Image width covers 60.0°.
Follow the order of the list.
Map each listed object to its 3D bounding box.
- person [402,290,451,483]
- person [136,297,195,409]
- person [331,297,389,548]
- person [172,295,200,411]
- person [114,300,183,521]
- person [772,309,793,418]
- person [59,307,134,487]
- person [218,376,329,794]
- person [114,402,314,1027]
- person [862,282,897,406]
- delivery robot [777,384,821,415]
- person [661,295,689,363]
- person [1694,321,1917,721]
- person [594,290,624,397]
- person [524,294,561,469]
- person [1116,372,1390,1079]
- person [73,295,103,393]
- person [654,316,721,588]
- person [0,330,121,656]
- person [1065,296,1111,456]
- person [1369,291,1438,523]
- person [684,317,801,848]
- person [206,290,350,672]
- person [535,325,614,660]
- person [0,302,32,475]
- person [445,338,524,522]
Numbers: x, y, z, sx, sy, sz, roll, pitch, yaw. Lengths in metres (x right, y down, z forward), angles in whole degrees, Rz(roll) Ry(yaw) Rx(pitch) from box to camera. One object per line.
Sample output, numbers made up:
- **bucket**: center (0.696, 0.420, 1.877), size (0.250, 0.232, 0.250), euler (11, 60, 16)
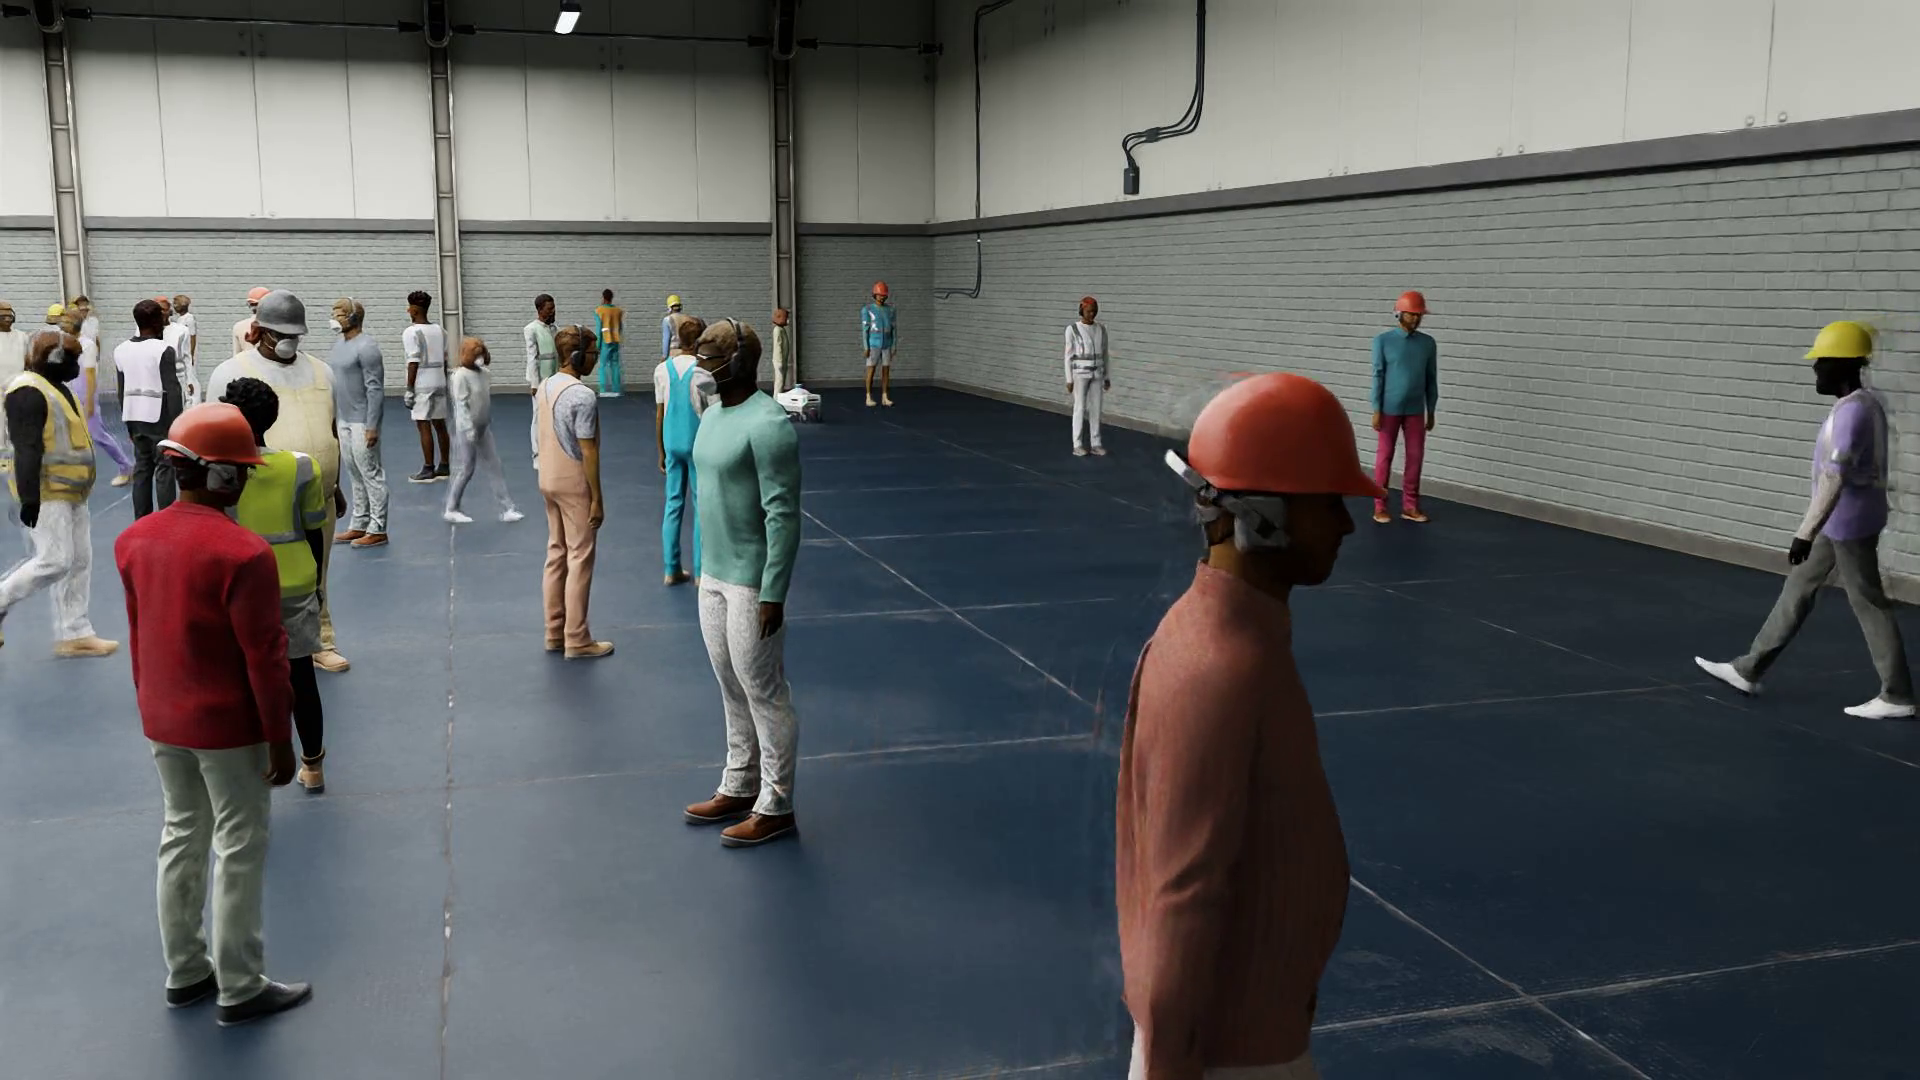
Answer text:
- **person**: center (-5.475, -1.568, 17.050), size (0.368, 1.965, 0.609), euler (3, 10, 21)
- **person**: center (-8.943, -1.791, 18.737), size (0.574, 1.883, 0.360), euler (-6, 11, -34)
- **person**: center (-4.674, -0.907, 12.919), size (0.376, 1.940, 0.627), euler (-8, 12, -42)
- **person**: center (-11.727, -2.784, 25.240), size (0.373, 1.850, 0.523), euler (-9, 12, -44)
- **person**: center (-6.287, -0.904, 12.958), size (0.588, 1.920, 0.390), euler (4, 10, 21)
- **person**: center (-2.678, -2.655, 25.039), size (0.280, 1.633, 0.503), euler (0, 9, 2)
- **person**: center (-8.611, -1.383, 16.385), size (0.515, 1.818, 0.910), euler (4, 10, 24)
- **person**: center (-2.763, 0.204, 6.590), size (0.535, 1.700, 0.318), euler (-8, 12, -41)
- **person**: center (-2.076, 0.484, 4.673), size (0.575, 1.742, 0.355), euler (4, 10, 26)
- **person**: center (-1.299, -3.194, 27.242), size (0.605, 2.032, 0.418), euler (-5, 10, -27)
- **delivery robot**: center (-2.329, -2.012, 24.070), size (0.477, 0.478, 0.707), euler (-8, 12, -41)
- **person**: center (-4.493, -2.960, 26.389), size (0.403, 1.822, 0.588), euler (8, 12, 42)
- **person**: center (4.102, -0.091, 7.917), size (1.008, 1.873, 0.607), euler (4, 10, 23)
- **person**: center (-6.239, -3.466, 29.451), size (0.453, 1.894, 0.644), euler (8, 12, 42)
- **person**: center (-4.548, -1.732, 18.250), size (0.392, 1.919, 0.592), euler (3, 9, 16)
- **person**: center (0.418, 0.703, 2.651), size (1.049, 1.943, 0.631), euler (1, 9, 8)
- **person**: center (-12.663, -2.605, 24.045), size (0.424, 1.855, 0.523), euler (7, 11, 37)
- **person**: center (-1.807, -0.586, 11.211), size (0.517, 1.836, 0.348), euler (3, 9, 17)
- **person**: center (-5.037, -0.242, 9.109), size (0.650, 1.803, 0.684), euler (-1, 9, -8)
- **person**: center (1.503, -1.924, 19.609), size (0.587, 1.878, 0.360), euler (-5, 10, -28)
- **person**: center (3.783, -1.123, 14.173), size (0.617, 1.982, 0.408), euler (-1, 9, -8)
- **person**: center (-0.805, 0.154, 6.149), size (0.355, 1.938, 0.636), euler (-6, 11, -32)
- **person**: center (-3.477, -0.287, 8.636), size (0.537, 2.000, 0.679), euler (7, 12, 40)
- **person**: center (-2.111, -0.254, 9.100), size (0.517, 1.834, 0.359), euler (9, 12, 44)
- **person**: center (-10.167, -1.616, 17.772), size (0.338, 1.838, 0.506), euler (8, 12, 40)
- **person**: center (-4.098, -0.923, 14.135), size (0.701, 1.589, 0.565), euler (3, 9, 19)
